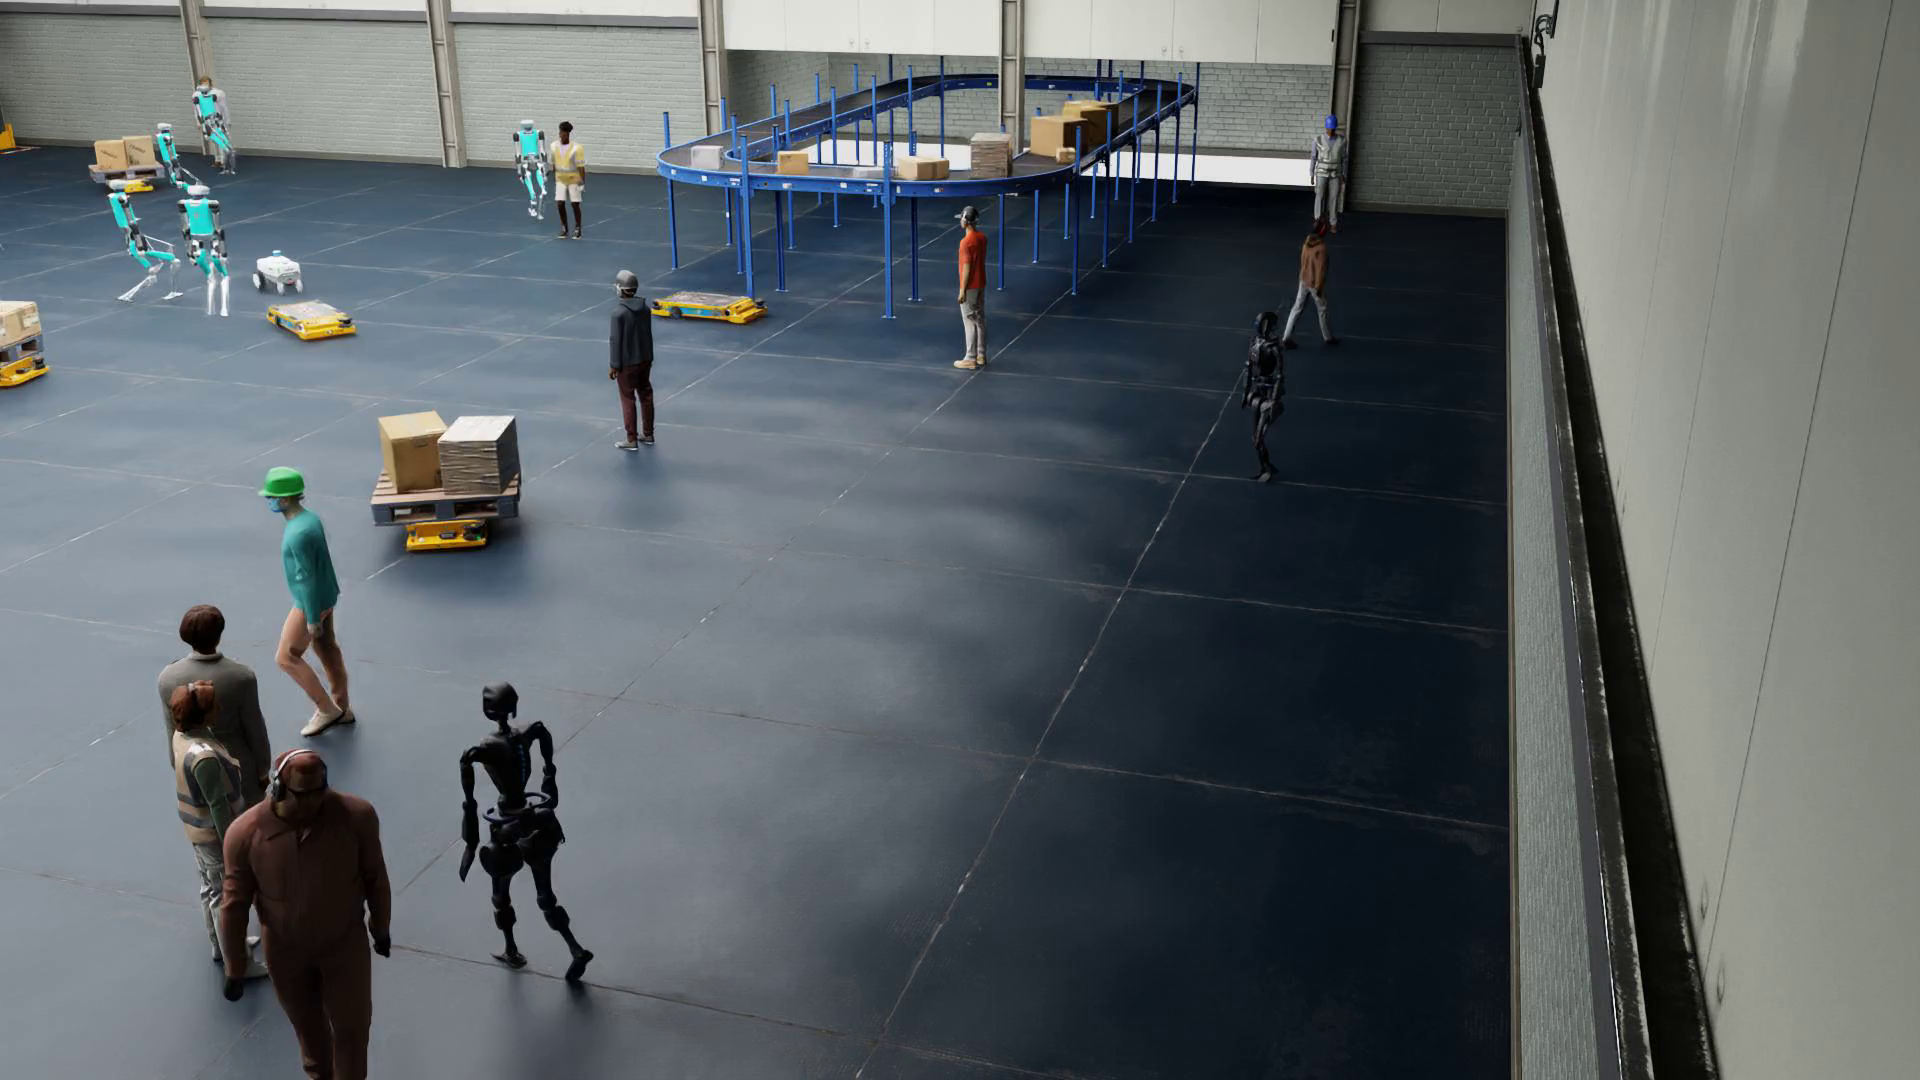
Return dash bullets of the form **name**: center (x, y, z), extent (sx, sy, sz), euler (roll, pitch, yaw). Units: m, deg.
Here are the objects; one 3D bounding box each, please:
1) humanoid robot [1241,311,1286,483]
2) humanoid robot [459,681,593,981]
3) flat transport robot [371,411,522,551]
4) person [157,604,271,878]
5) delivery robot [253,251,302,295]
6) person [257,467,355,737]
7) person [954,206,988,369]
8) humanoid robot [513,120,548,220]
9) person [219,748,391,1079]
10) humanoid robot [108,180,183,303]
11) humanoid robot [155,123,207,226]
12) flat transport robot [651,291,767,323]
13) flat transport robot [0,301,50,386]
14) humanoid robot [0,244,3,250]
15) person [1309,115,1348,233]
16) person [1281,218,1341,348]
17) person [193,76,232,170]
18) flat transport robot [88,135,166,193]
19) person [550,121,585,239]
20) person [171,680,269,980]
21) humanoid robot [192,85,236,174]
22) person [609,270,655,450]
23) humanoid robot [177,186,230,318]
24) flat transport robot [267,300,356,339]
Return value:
- **humanoid robot**: center (2.872, -1.360, 15.746), extent (0.339, 1.643, 0.591), euler (-10, 23, -25)
- **humanoid robot**: center (-2.200, 1.494, 8.386), extent (0.689, 1.633, 0.586), euler (17, 27, 37)
- **flat transport robot**: center (-4.523, -0.247, 14.817), extent (0.659, 0.231, 1.431), euler (-4, 22, -11)
- **person**: center (-3.940, 1.209, 8.894), extent (0.511, 1.824, 0.368), euler (-3, 21, -9)
- **delivery robot**: center (-9.715, -3.812, 23.695), extent (0.792, 0.614, 0.499), euler (20, 28, 41)
- **person**: center (-4.300, 0.401, 10.927), extent (0.462, 1.858, 0.533), euler (-3, 21, -9)
- **person**: center (0.105, -2.980, 19.625), extent (0.410, 1.910, 0.480), euler (12, 24, 28)
- **humanoid robot**: center (-7.259, -6.243, 28.324), extent (0.538, 1.722, 1.019), euler (-8, 22, -19)
- **person**: center (-2.855, 1.792, 7.288), extent (0.723, 1.885, 0.544), euler (-6, 22, -16)
- **humanoid robot**: center (-11.099, -4.059, 22.690), extent (1.060, 1.736, 0.559), euler (-18, 28, -39)
- **humanoid robot**: center (-13.078, -6.176, 28.090), extent (0.737, 1.738, 0.530), euler (-15, 26, -34)
- **flat transport robot**: center (-3.367, -3.115, 22.256), extent (1.431, 0.231, 0.659), euler (8, 23, 20)
- **flat transport robot**: center (-11.431, -1.973, 19.294), extent (1.431, 0.231, 0.659), euler (2, 21, 5)
- **humanoid robot**: center (-15.477, -5.408, 26.244), extent (0.725, 1.852, 0.544), euler (-17, 27, -37)
- **person**: center (6.113, -6.074, 27.628), extent (0.620, 1.932, 0.416), euler (0, 21, -1)
- **person**: center (4.355, -3.168, 20.524), extent (0.862, 1.603, 0.481), euler (-11, 24, -26)
- **person**: center (-15.369, -8.580, 34.208), extent (0.656, 1.884, 0.871), euler (-4, 22, -11)
- **flat transport robot**: center (-16.025, -6.894, 32.059), extent (0.659, 0.231, 1.431), euler (-13, 25, -30)
- **person**: center (-6.332, -5.831, 26.998), extent (0.620, 1.923, 0.565), euler (4, 21, 10)
- **person**: center (-3.779, 1.473, 8.449), extent (0.307, 1.640, 0.513), euler (-15, 26, -35)
- **humanoid robot**: center (-14.915, -8.236, 33.473), extent (0.780, 1.752, 0.549), euler (11, 24, 27)
- **person**: center (-3.300, -1.812, 16.749), extent (0.374, 1.807, 0.552), euler (15, 26, 34)
- **humanoid robot**: center (-9.927, -3.818, 22.087), extent (0.530, 1.833, 0.661), euler (-1, 21, -1)
- **flat transport robot**: center (-8.444, -2.864, 21.605), extent (0.659, 0.231, 1.431), euler (-17, 27, -36)
